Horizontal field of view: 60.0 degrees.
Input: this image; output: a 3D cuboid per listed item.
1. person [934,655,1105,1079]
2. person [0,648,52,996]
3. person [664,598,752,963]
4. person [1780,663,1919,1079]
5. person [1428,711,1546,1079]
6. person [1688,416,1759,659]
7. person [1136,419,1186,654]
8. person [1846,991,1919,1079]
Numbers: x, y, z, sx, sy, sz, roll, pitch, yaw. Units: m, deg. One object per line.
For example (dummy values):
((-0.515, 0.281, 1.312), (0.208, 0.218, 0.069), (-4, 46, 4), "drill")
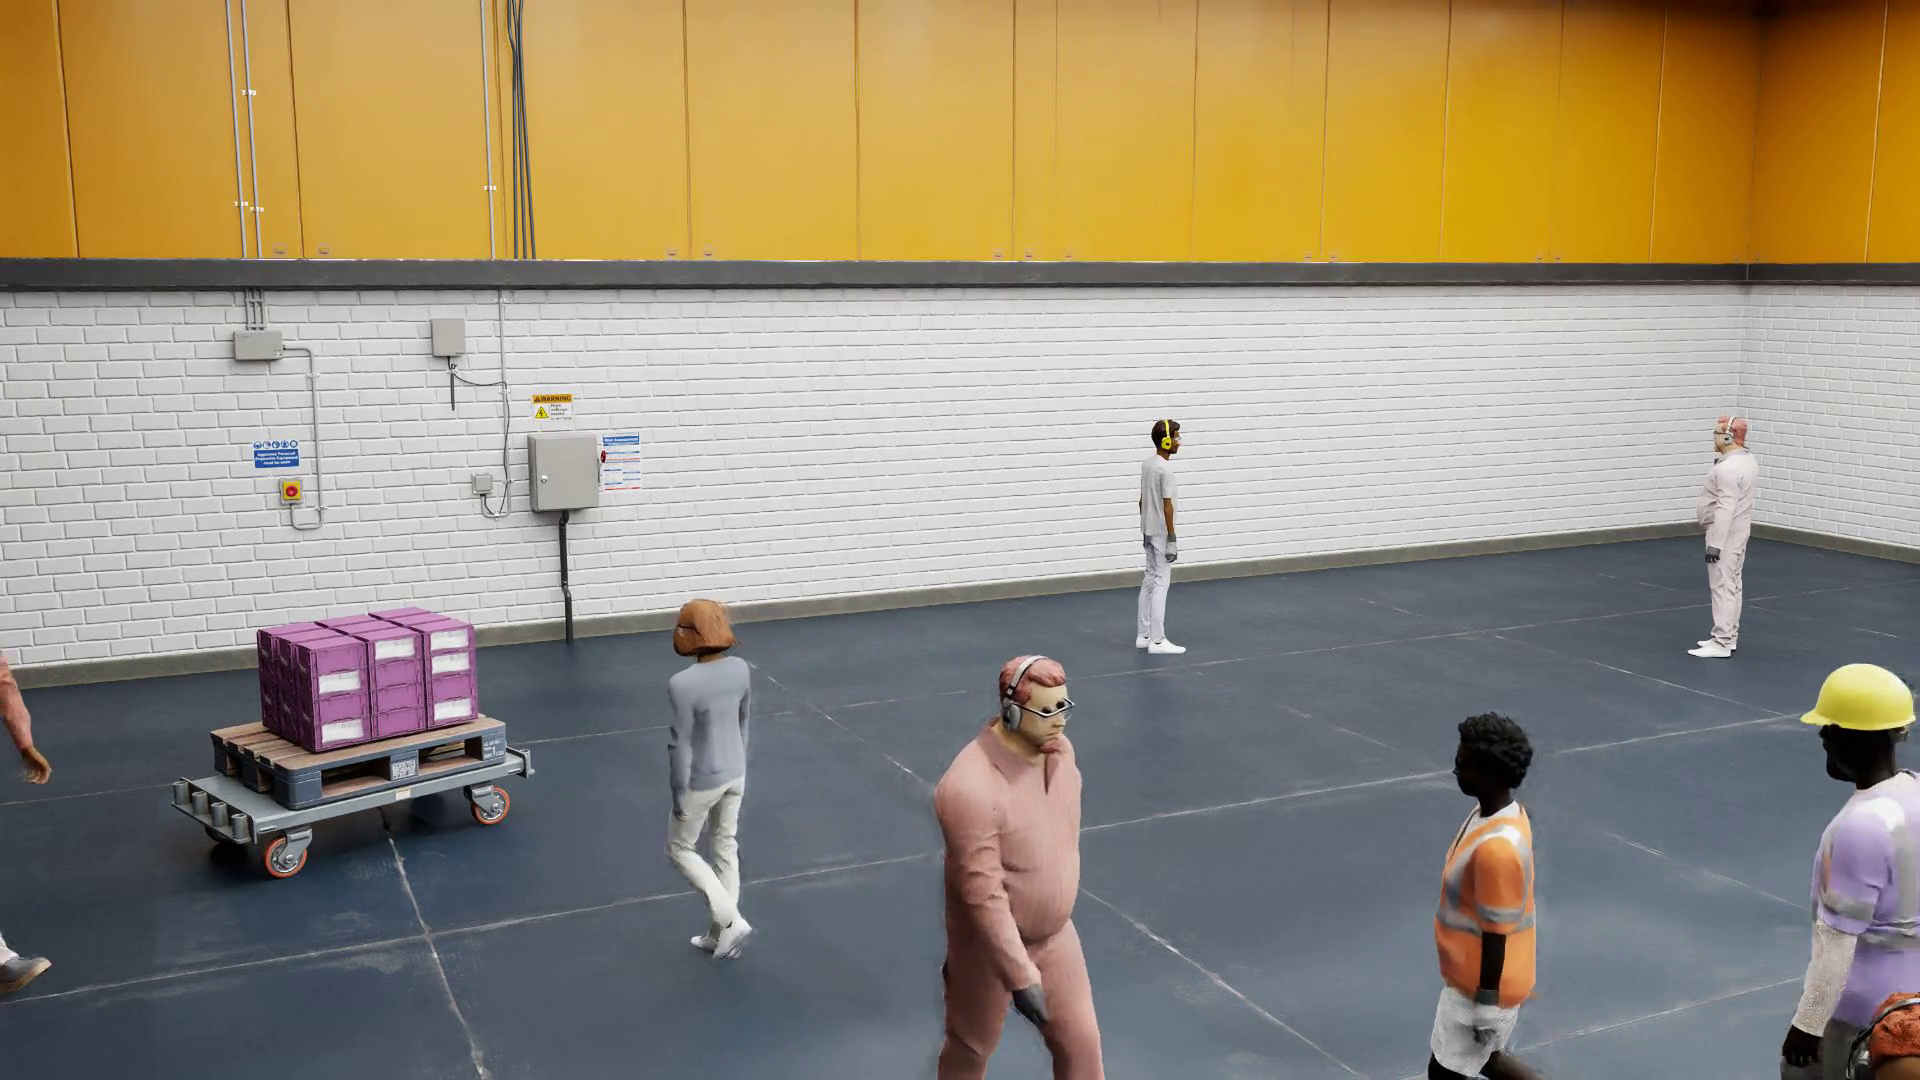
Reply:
((0.251, 1.276, 5.201), (0.936, 1.861, 0.655), (8, 12, 42), "person")
((-4.268, 0.939, 7.039), (1.043, 1.936, 0.629), (3, 10, 20), "person")
((-1.070, 1.064, 7.267), (0.409, 1.625, 0.500), (7, 11, 36), "person")
((2.622, 1.305, 4.893), (0.421, 1.910, 0.584), (7, 11, 37), "person")
((1.724, 1.363, 5.243), (0.708, 1.673, 0.540), (3, 10, 18), "person")
((6.018, -0.022, 13.123), (0.407, 1.908, 0.641), (7, 11, 36), "person")
((1.600, -0.028, 13.289), (0.310, 1.864, 0.532), (-3, 10, -17), "person")
((1.619, 1.647, 2.912), (0.575, 1.869, 0.517), (5, 11, 29), "person")
